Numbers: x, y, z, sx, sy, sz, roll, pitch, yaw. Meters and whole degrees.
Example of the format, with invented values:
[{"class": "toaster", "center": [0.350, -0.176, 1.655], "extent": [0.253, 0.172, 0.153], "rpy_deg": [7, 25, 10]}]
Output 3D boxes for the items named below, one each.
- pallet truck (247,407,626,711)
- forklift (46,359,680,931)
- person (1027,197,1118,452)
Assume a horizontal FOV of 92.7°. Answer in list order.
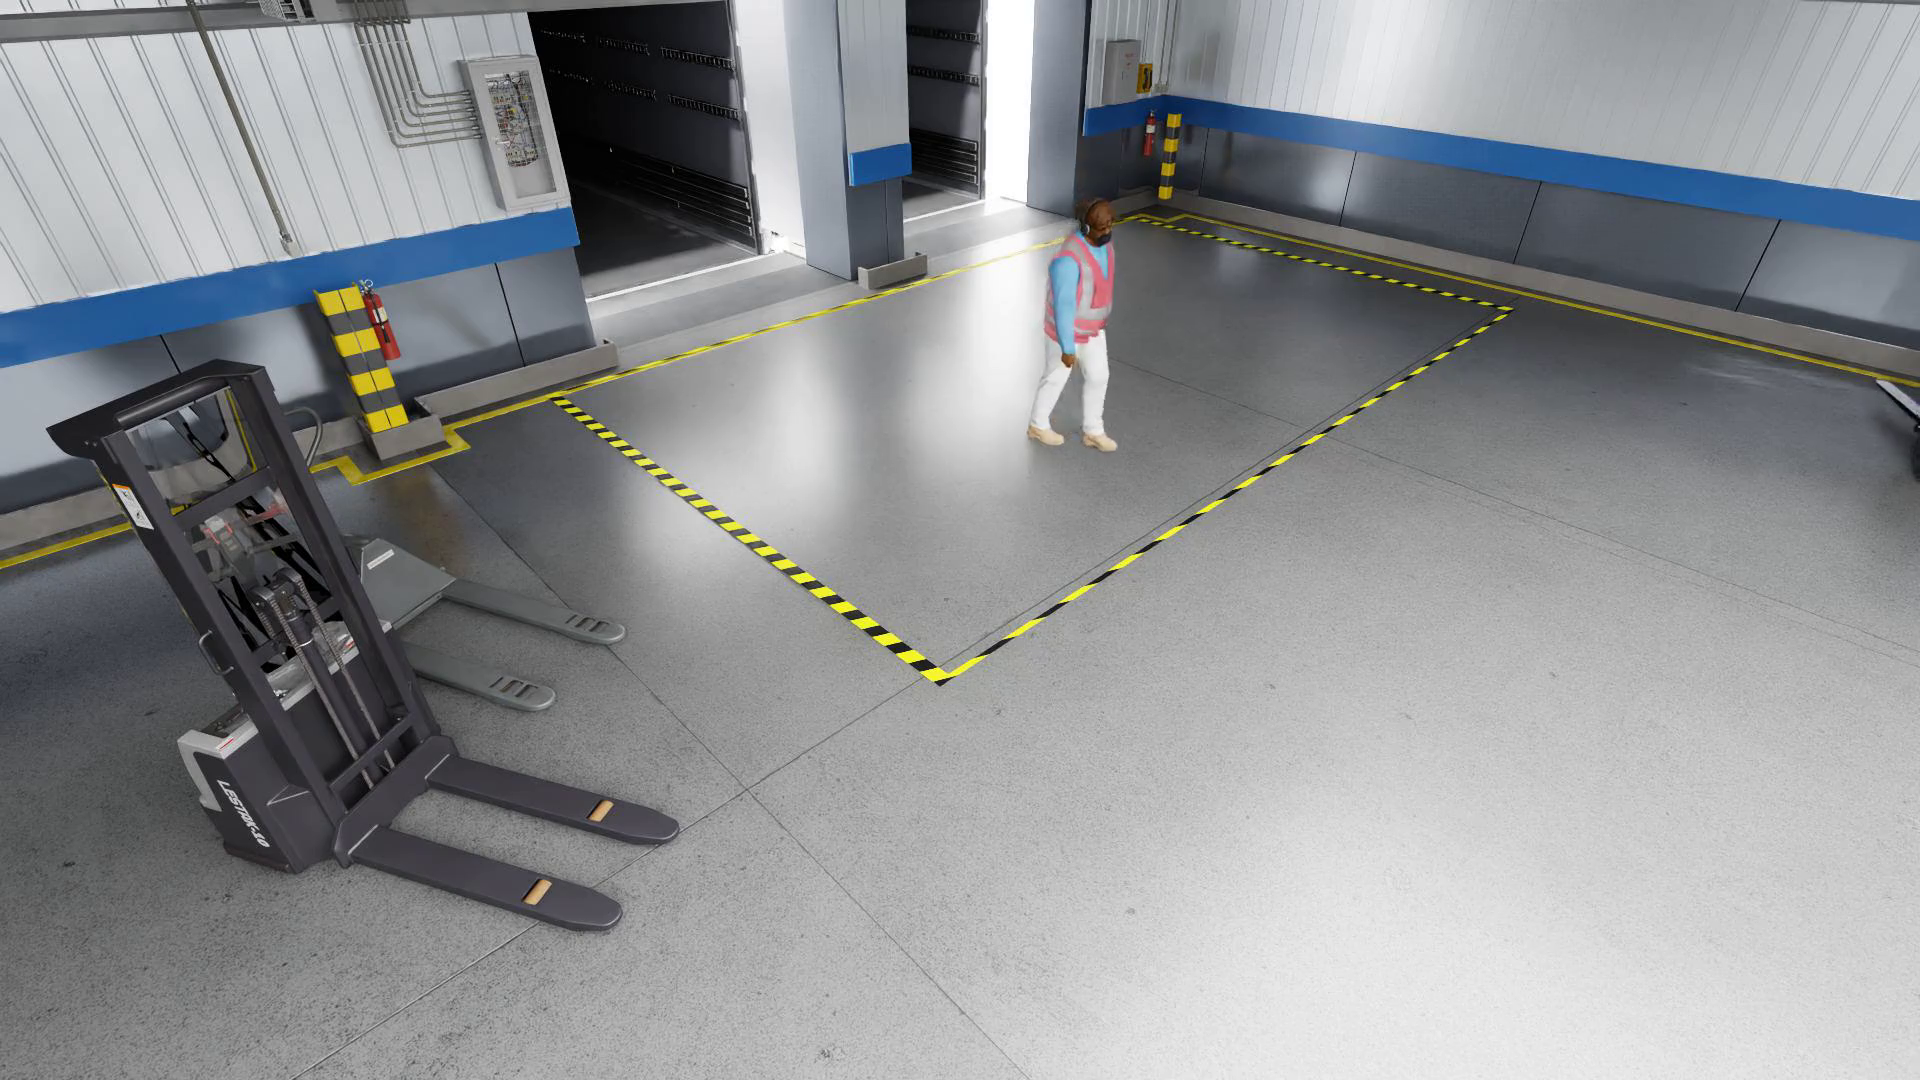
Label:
[{"class": "pallet truck", "center": [-2.628, 0.038, 4.590], "extent": [1.601, 1.201, 0.680], "rpy_deg": [12, 36, 18]}, {"class": "forklift", "center": [-2.135, 0.422, 3.354], "extent": [1.885, 1.965, 0.823], "rpy_deg": [10, 35, 14]}, {"class": "person", "center": [0.794, -1.419, 6.234], "extent": [0.693, 1.803, 0.643], "rpy_deg": [26, 42, 33]}]
